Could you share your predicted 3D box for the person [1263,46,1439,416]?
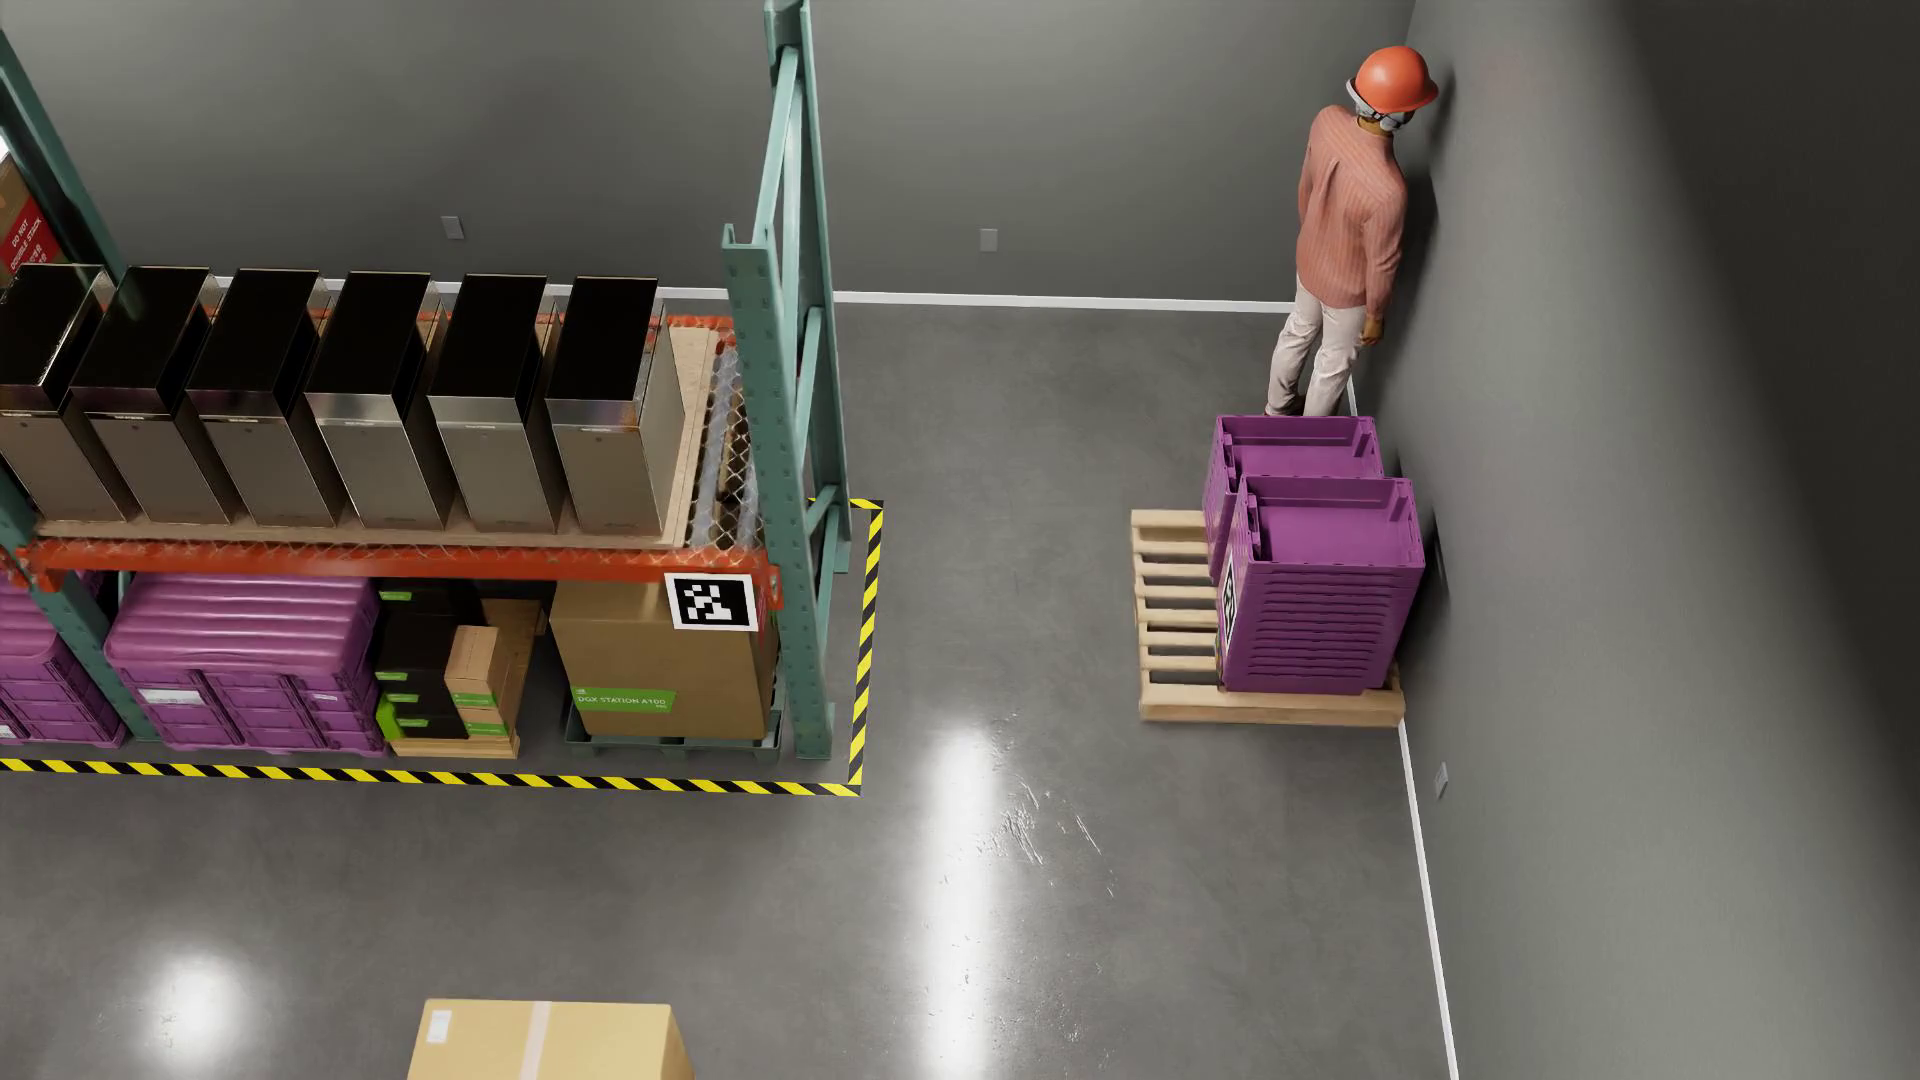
[{"bbox_3d":[1.500,-1.055,6.488,0.376,1.995,0.608,-17,54,-13],"label":"person"}]
